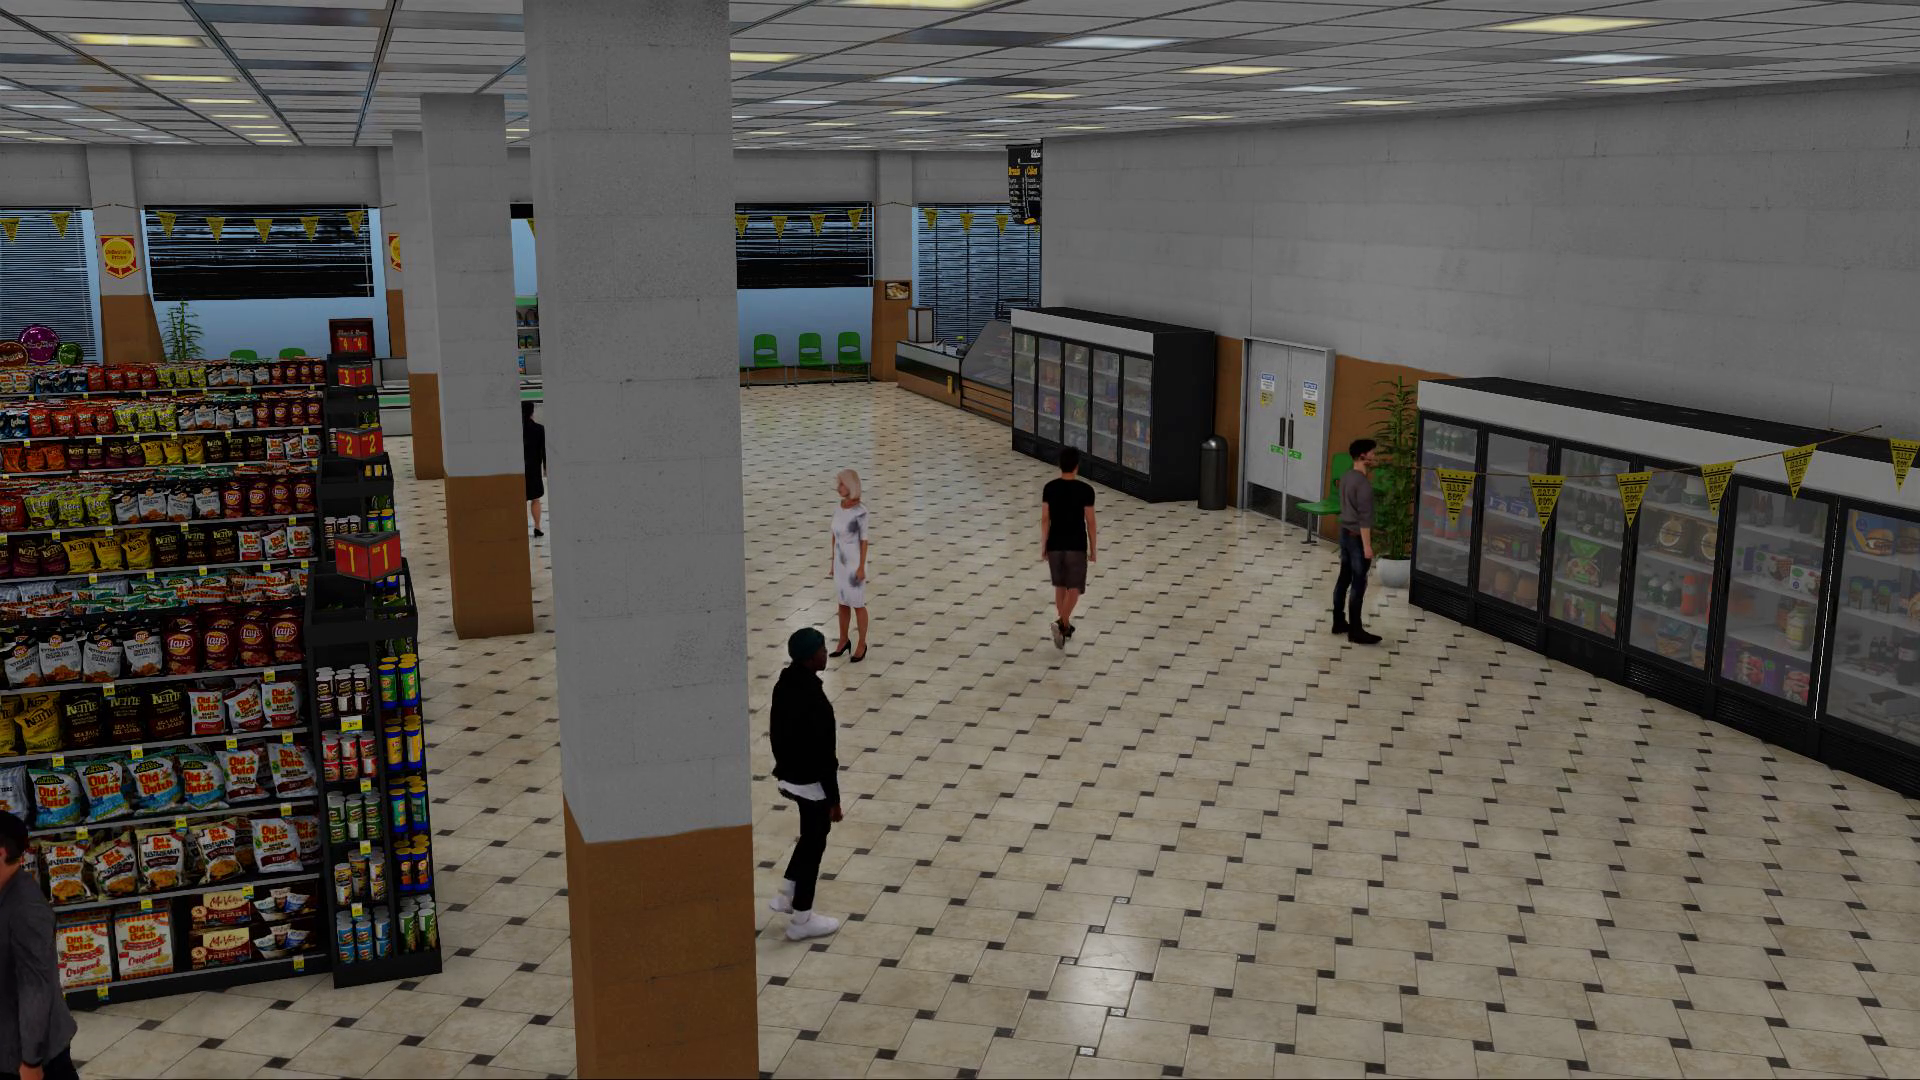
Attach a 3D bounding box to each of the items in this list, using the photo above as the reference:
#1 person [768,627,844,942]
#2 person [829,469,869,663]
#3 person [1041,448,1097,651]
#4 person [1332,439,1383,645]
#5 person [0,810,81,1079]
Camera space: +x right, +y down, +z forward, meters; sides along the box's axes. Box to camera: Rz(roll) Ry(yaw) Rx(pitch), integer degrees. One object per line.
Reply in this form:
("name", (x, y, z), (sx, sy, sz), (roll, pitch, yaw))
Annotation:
("person", (-0.942, 1.373, 9.300), (0.733, 1.806, 0.749), (-7, 14, -31))
("person", (-0.988, 0.215, 14.937), (0.644, 1.749, 0.655), (10, 16, 40))
("person", (0.957, 0.092, 15.305), (1.142, 1.839, 1.136), (4, 12, 18))
("person", (3.716, -0.004, 15.610), (0.673, 1.901, 0.739), (-2, 12, -8))
("person", (-3.569, 1.944, 6.528), (1.300, 1.831, 1.028), (-11, 16, -42))
